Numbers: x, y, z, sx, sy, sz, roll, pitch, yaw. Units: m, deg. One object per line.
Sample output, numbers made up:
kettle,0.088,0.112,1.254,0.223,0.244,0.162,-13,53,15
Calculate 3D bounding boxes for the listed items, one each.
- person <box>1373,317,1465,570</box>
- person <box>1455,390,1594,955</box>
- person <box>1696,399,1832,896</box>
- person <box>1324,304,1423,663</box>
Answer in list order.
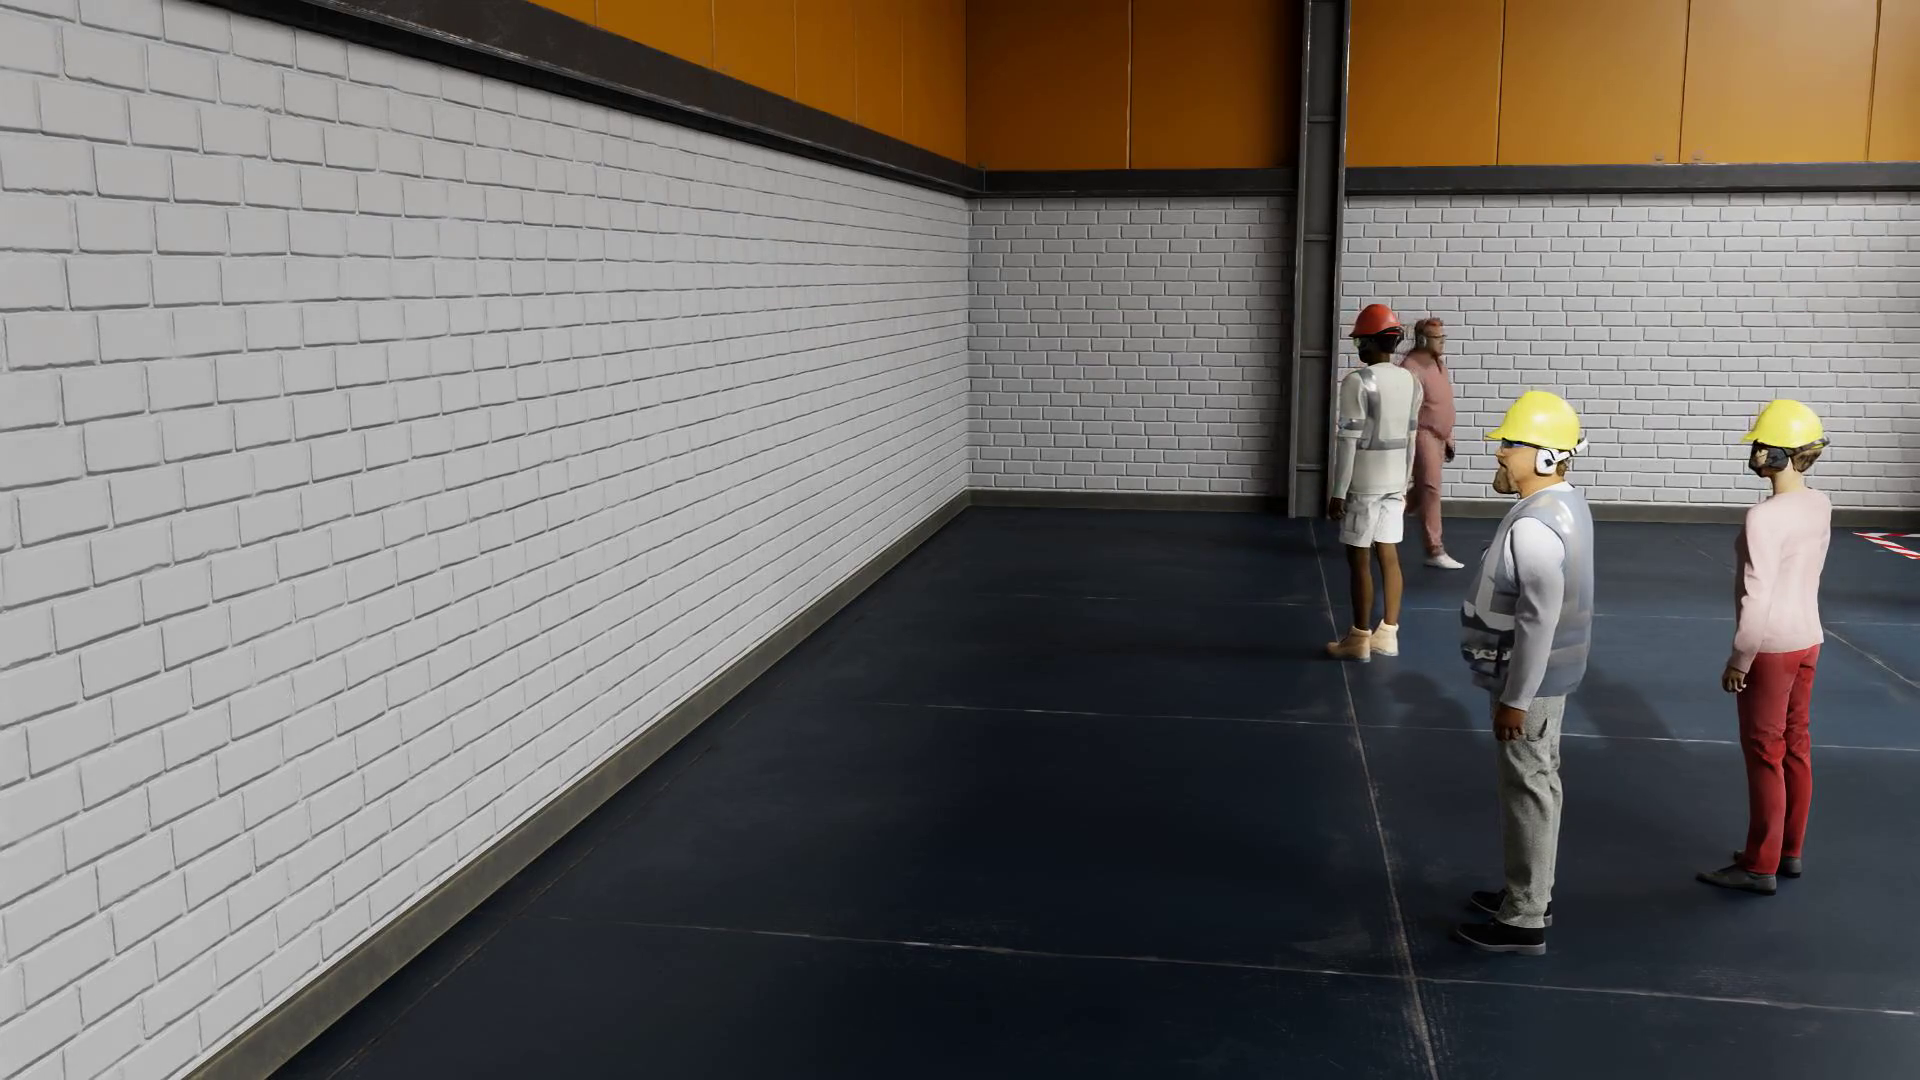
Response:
person,3.459,-0.741,12.556,0.797,1.885,0.645,6,11,35
person,1.846,0.429,5.451,0.404,1.836,0.600,5,10,26
person,2.904,0.382,5.955,0.524,1.772,0.301,-8,12,-41
person,2.352,-0.322,9.526,0.607,2.038,0.395,-6,11,-35
